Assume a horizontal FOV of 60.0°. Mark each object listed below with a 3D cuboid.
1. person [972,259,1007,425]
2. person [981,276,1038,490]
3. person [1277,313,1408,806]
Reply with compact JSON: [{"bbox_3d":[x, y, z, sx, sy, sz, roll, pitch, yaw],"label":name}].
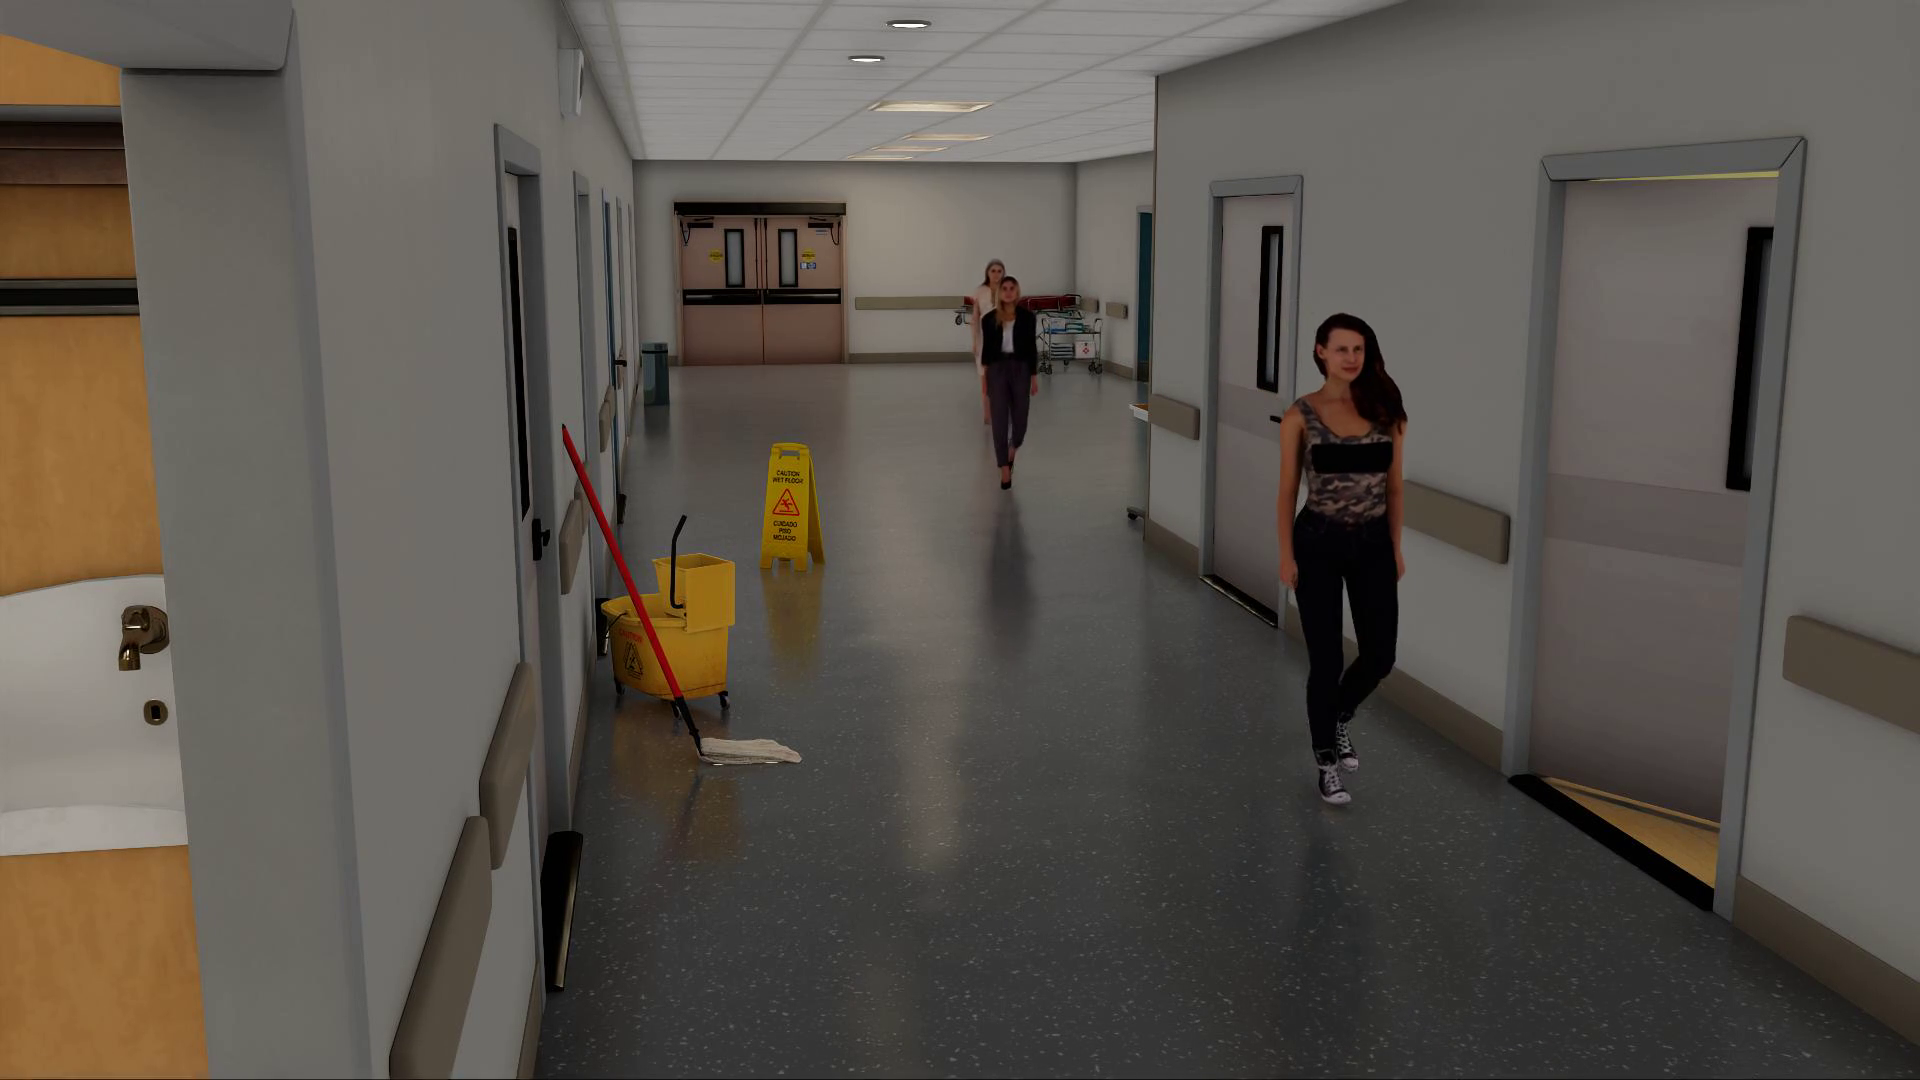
[{"bbox_3d":[0.297,-1.906,16.586,0.705,1.690,1.206,0,11,-2],"label":"person"},{"bbox_3d":[0.391,-1.245,13.228,0.702,1.643,1.056,0,11,-2],"label":"person"},{"bbox_3d":[1.357,0.061,6.035,0.677,1.759,0.730,0,11,-2],"label":"person"}]
